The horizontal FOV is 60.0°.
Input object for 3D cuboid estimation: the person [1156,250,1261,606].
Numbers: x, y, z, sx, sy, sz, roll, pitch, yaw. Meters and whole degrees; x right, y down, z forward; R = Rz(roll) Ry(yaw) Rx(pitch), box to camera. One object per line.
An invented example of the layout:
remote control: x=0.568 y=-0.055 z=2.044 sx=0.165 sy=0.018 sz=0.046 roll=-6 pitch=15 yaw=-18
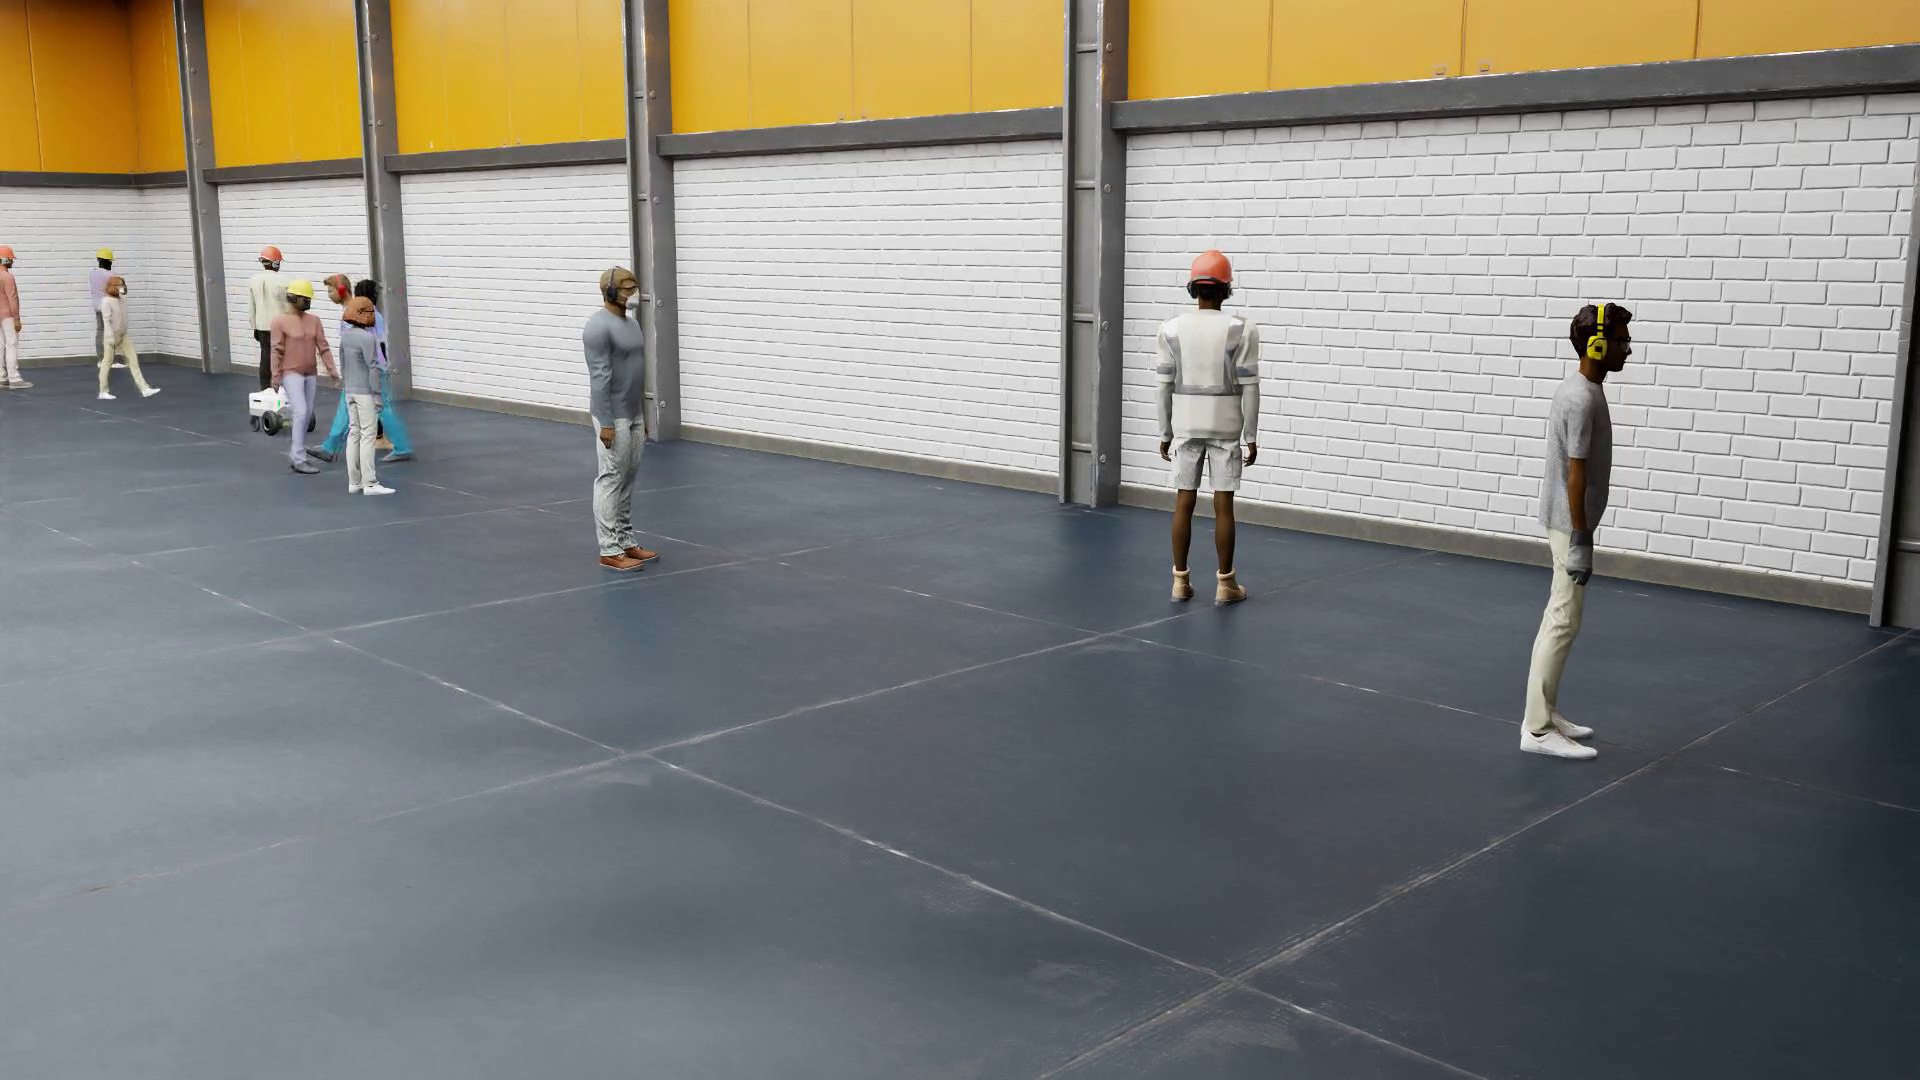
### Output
person: x=1.433 y=-0.640 z=9.615 sx=0.607 sy=2.048 sz=0.370 roll=4 pitch=11 yaw=22

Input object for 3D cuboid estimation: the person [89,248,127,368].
person: x=-13.746 y=-3.727 z=26.805 sx=0.581 sy=1.918 sz=0.390 roll=6 pitch=12 yaw=31

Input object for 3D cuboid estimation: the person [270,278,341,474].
person: x=-5.915 y=-1.479 z=15.014 sx=0.585 sy=1.739 sz=0.547 roll=5 pitch=12 yaw=27

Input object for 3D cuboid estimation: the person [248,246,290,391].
person: x=-8.562 y=-2.662 z=20.787 sx=0.623 sy=1.992 sz=0.397 roll=3 pitch=11 yaw=14

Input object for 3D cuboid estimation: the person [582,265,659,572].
person: x=-2.173 y=-0.776 z=10.656 sx=0.372 sy=1.940 sz=0.632 roll=2 pitch=11 yaw=10

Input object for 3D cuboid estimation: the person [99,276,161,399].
person: x=-10.905 y=-2.622 z=21.658 sx=0.829 sy=1.593 sz=0.523 roll=2 pitch=11 yaw=9

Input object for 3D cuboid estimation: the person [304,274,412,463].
person: x=-5.651 y=-1.583 z=15.502 sx=1.001 sy=1.769 sz=0.631 roll=-4 pitch=11 yaw=-19

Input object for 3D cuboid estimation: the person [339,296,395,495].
person: x=-4.922 y=-1.187 z=13.730 sx=0.507 sy=1.632 sz=0.268 roll=9 pitch=14 yaw=41

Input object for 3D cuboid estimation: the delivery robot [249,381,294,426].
delivery robot: x=-7.395 y=-1.481 z=18.018 sx=0.707 sy=0.478 sz=0.477 roll=9 pitch=14 yaw=41

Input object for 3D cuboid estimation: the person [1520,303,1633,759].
person: x=2.528 y=-0.034 z=6.824 sx=0.331 sy=1.864 sz=0.509 roll=3 pitch=11 yaw=18

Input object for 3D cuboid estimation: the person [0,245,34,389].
person: x=-13.313 y=-3.114 z=23.254 sx=0.623 sy=1.989 sz=0.401 roll=7 pitch=12 yaw=33

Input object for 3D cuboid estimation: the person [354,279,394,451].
person: x=-5.838 y=-1.727 z=16.491 sx=0.535 sy=1.700 sz=0.318 roll=8 pitch=13 yaw=37
